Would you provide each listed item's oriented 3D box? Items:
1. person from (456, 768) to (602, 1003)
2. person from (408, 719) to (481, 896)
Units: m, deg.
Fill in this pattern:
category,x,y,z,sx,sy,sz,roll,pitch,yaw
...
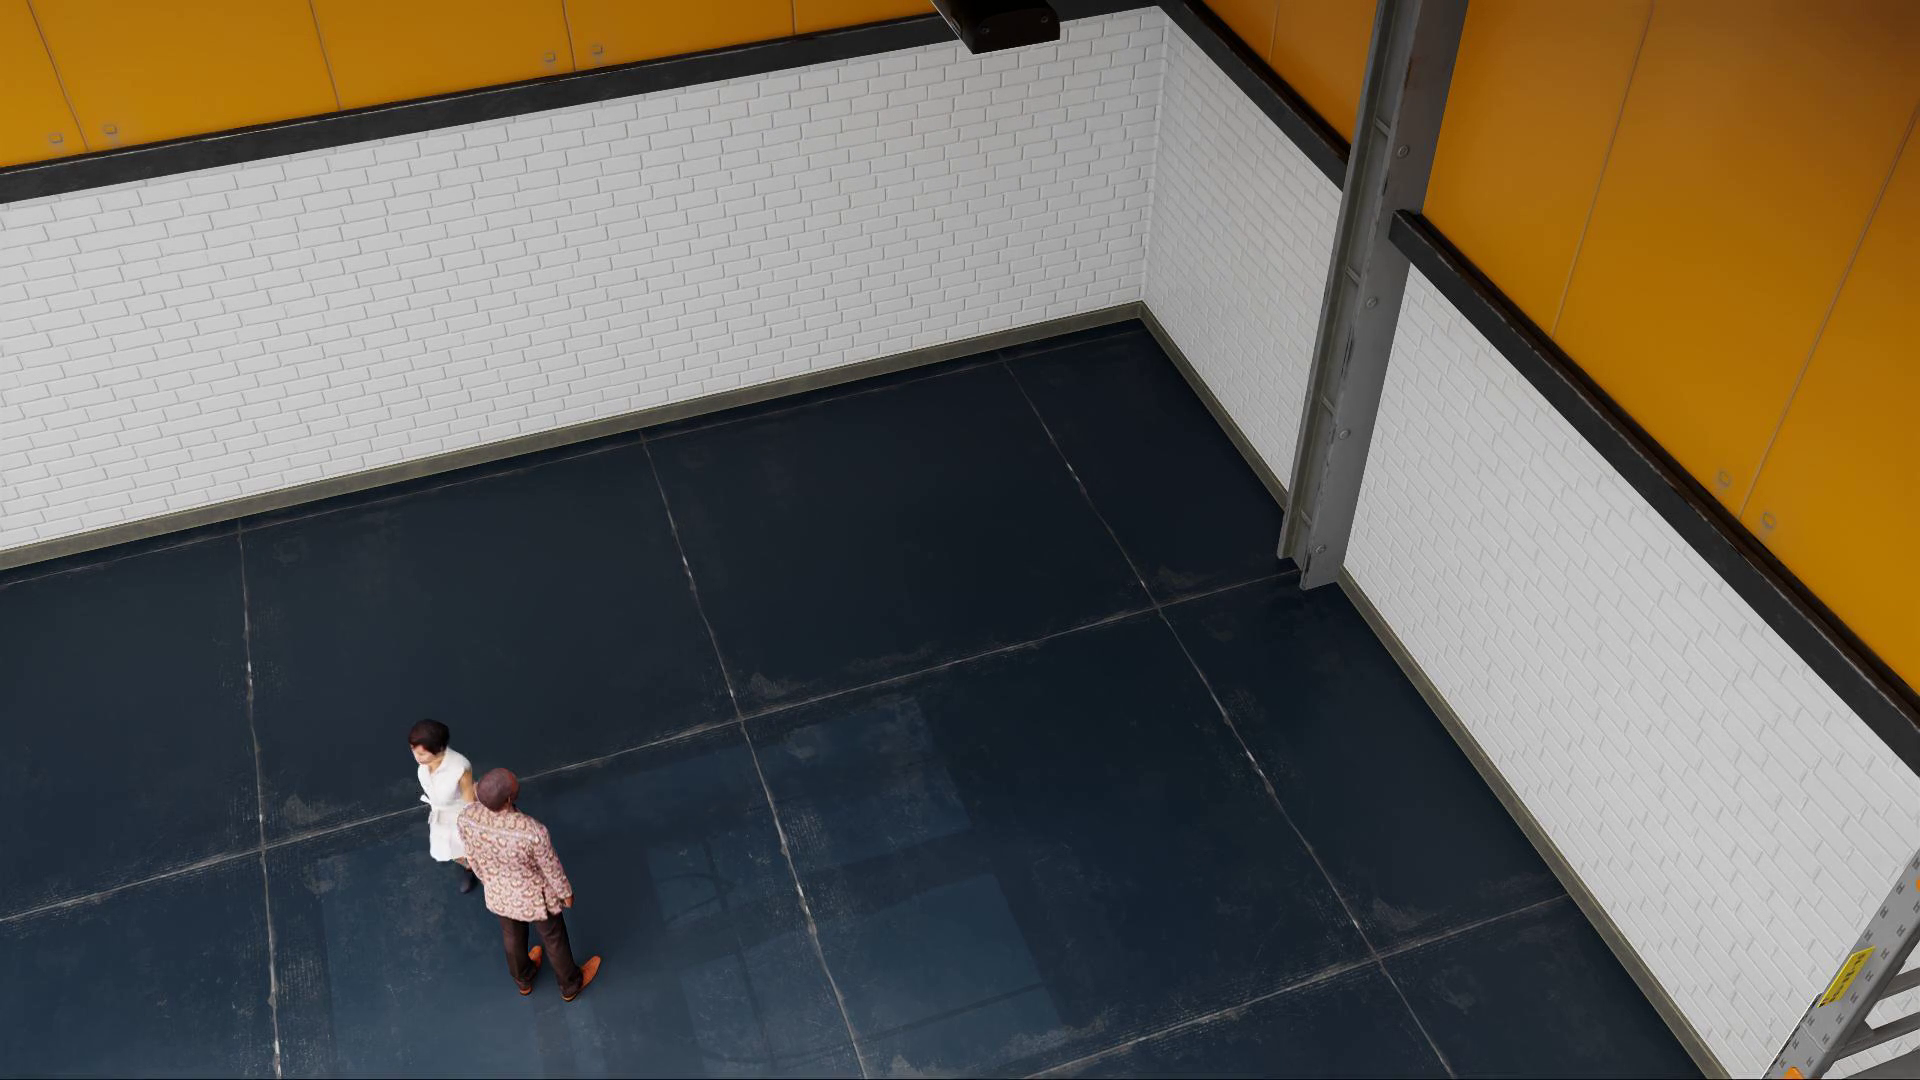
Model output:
category,x,y,z,sx,sy,sz,roll,pitch,yaw
person,-2.335,1.851,8.868,0.785,1.807,0.798,10,45,10
person,-2.780,1.478,9.454,0.703,1.539,0.765,18,47,18
